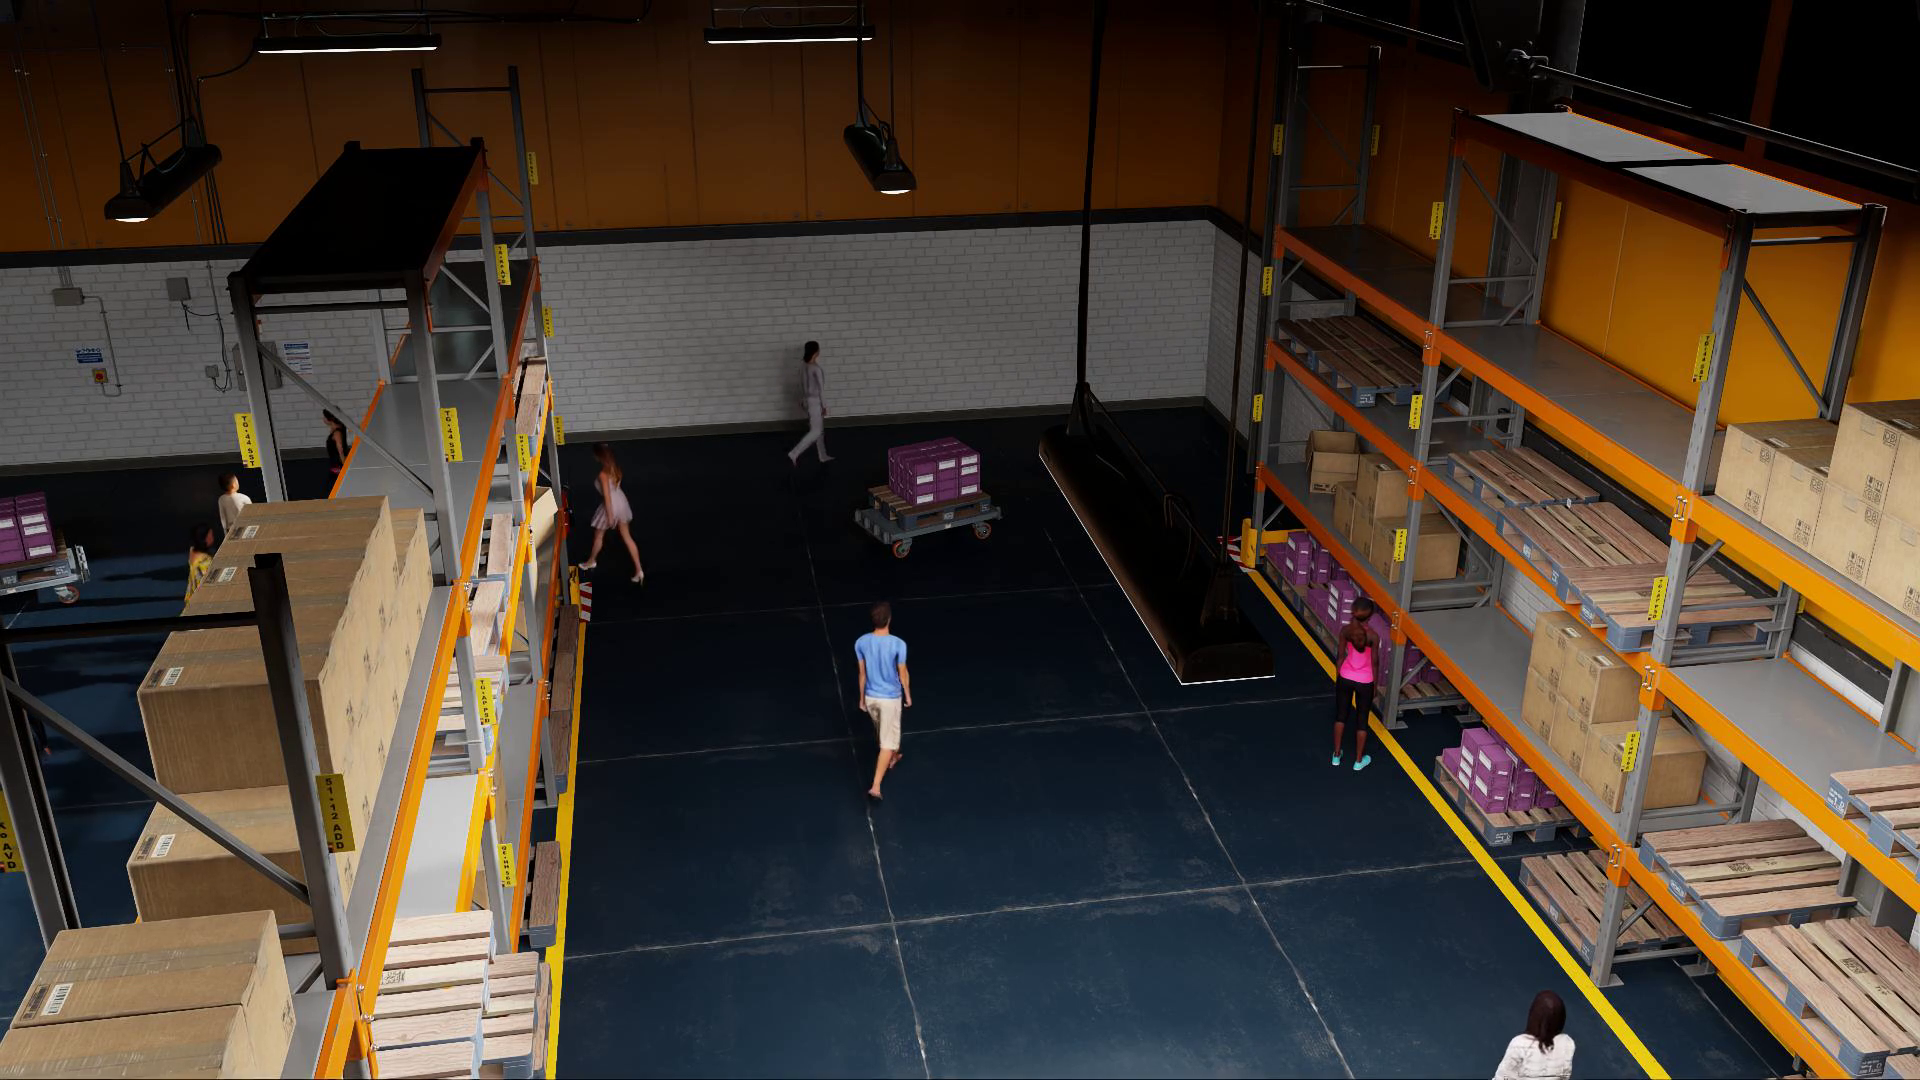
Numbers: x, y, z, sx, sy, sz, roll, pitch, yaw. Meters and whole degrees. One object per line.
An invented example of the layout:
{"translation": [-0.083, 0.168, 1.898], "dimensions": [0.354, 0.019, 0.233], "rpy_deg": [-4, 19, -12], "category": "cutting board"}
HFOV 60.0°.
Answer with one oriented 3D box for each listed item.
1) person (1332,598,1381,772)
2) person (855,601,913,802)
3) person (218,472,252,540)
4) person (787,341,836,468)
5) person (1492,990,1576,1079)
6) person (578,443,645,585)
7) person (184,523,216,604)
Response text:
{"translation": [3.683, 1.331, 15.491], "dimensions": [0.662, 1.726, 0.715], "rpy_deg": [14, 27, 28], "category": "person"}
{"translation": [-0.709, 1.470, 15.032], "dimensions": [1.046, 1.839, 1.298], "rpy_deg": [8, 25, 18], "category": "person"}
{"translation": [-8.239, -0.069, 19.022], "dimensions": [0.579, 1.462, 0.554], "rpy_deg": [-1, 24, -1], "category": "person"}
{"translation": [-2.063, -1.823, 22.668], "dimensions": [0.951, 1.755, 1.037], "rpy_deg": [-17, 29, -34], "category": "person"}
{"translation": [3.604, 3.586, 10.471], "dimensions": [0.652, 1.614, 1.048], "rpy_deg": [-6, 24, -13], "category": "person"}
{"translation": [-3.913, -0.270, 19.161], "dimensions": [1.042, 1.719, 1.119], "rpy_deg": [10, 26, 22], "category": "person"}
{"translation": [-7.831, 0.642, 17.208], "dimensions": [1.117, 1.613, 1.143], "rpy_deg": [-21, 31, -39], "category": "person"}
